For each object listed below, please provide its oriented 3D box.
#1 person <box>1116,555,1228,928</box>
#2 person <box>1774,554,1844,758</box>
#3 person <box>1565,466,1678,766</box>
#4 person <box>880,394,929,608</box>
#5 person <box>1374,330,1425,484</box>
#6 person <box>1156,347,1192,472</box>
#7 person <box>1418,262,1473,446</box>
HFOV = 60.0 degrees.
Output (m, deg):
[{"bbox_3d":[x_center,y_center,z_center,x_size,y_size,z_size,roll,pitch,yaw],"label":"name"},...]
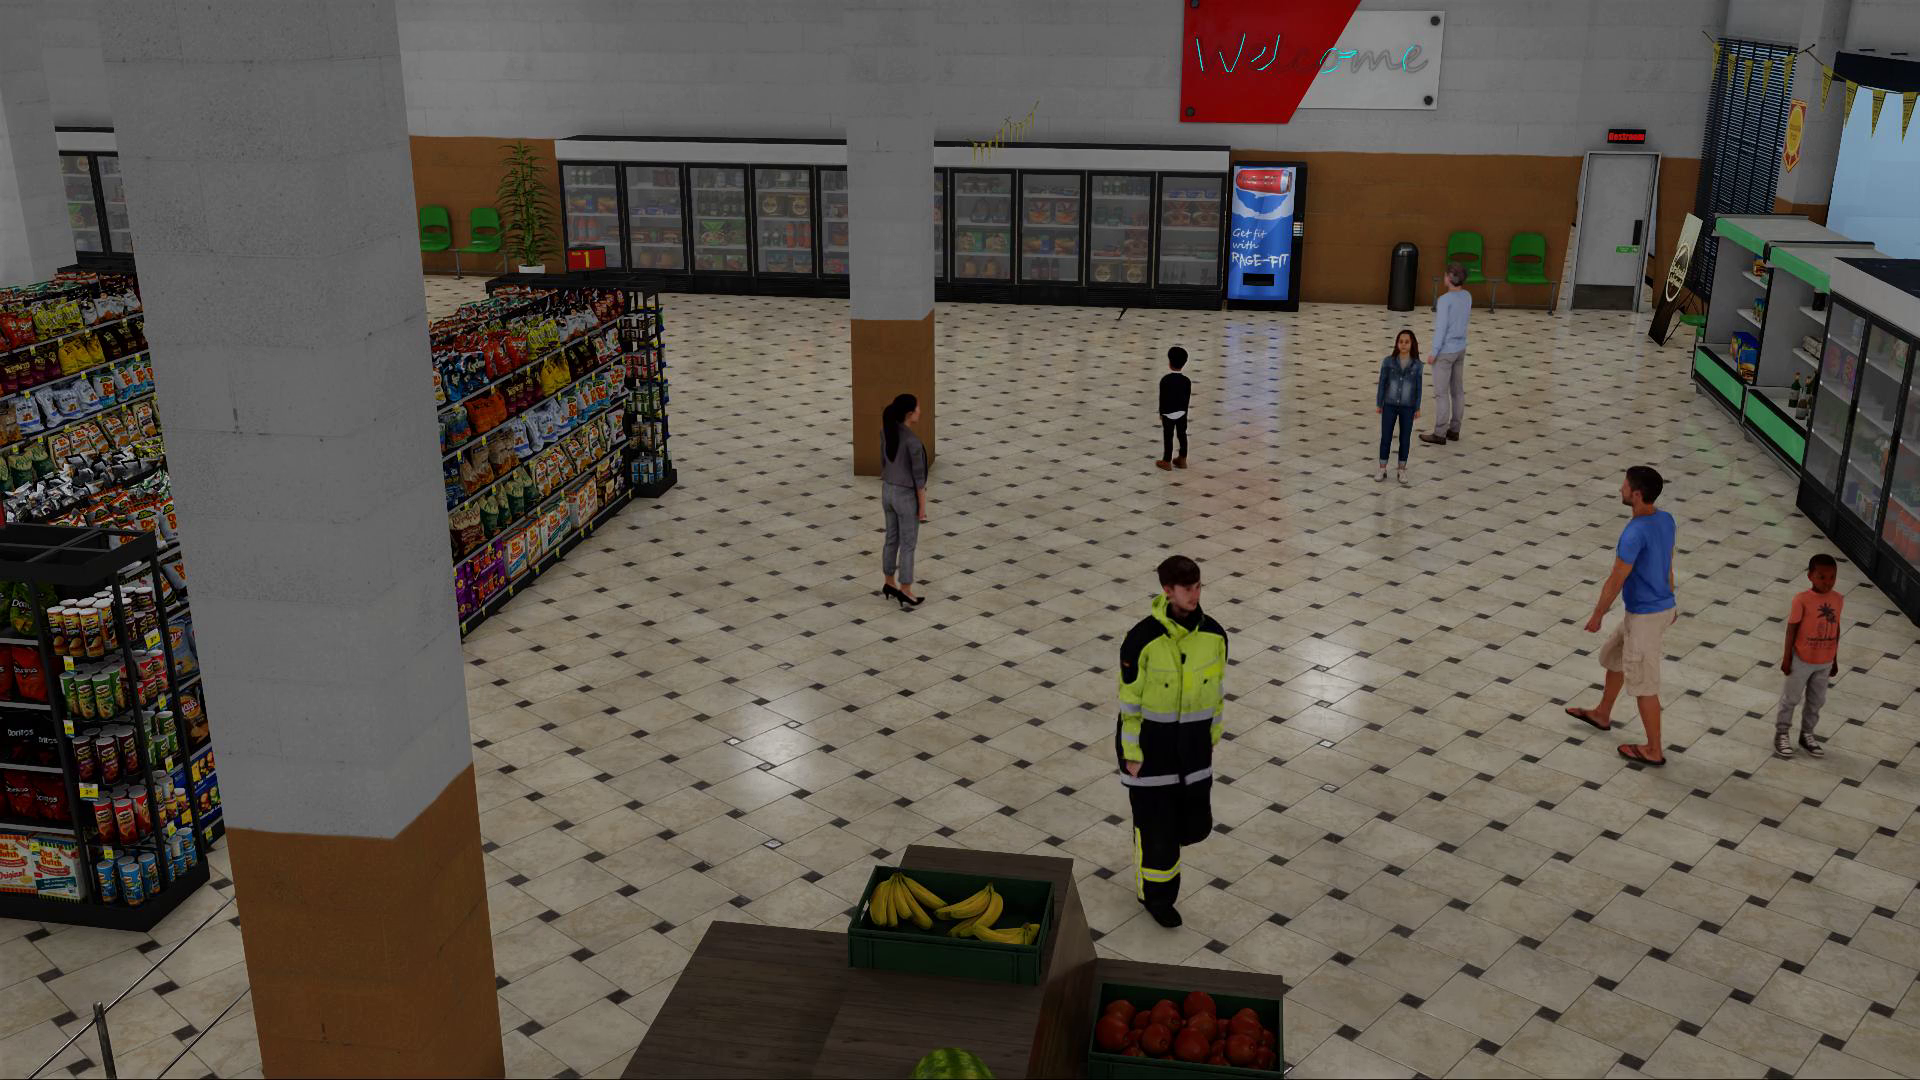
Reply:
[{"bbox_3d":[1.019,0.982,8.505,0.990,1.966,1.059,-8,20,-22],"label":"person"},{"bbox_3d":[5.291,0.705,10.357,0.525,1.309,0.526,0,19,0],"label":"person"},{"bbox_3d":[4.285,0.483,10.198,1.065,1.832,1.079,-17,25,-41],"label":"person"},{"bbox_3d":[-0.456,-0.305,12.779,0.761,1.674,0.722,-16,24,-40],"label":"person"},{"bbox_3d":[4.231,-1.295,16.024,0.583,1.477,0.523,5,19,15],"label":"person"},{"bbox_3d":[2.128,-1.303,16.448,0.573,1.222,0.607,-8,20,-22],"label":"person"},{"bbox_3d":[5.103,-1.952,17.321,0.741,1.893,0.805,-13,23,-34],"label":"person"}]
